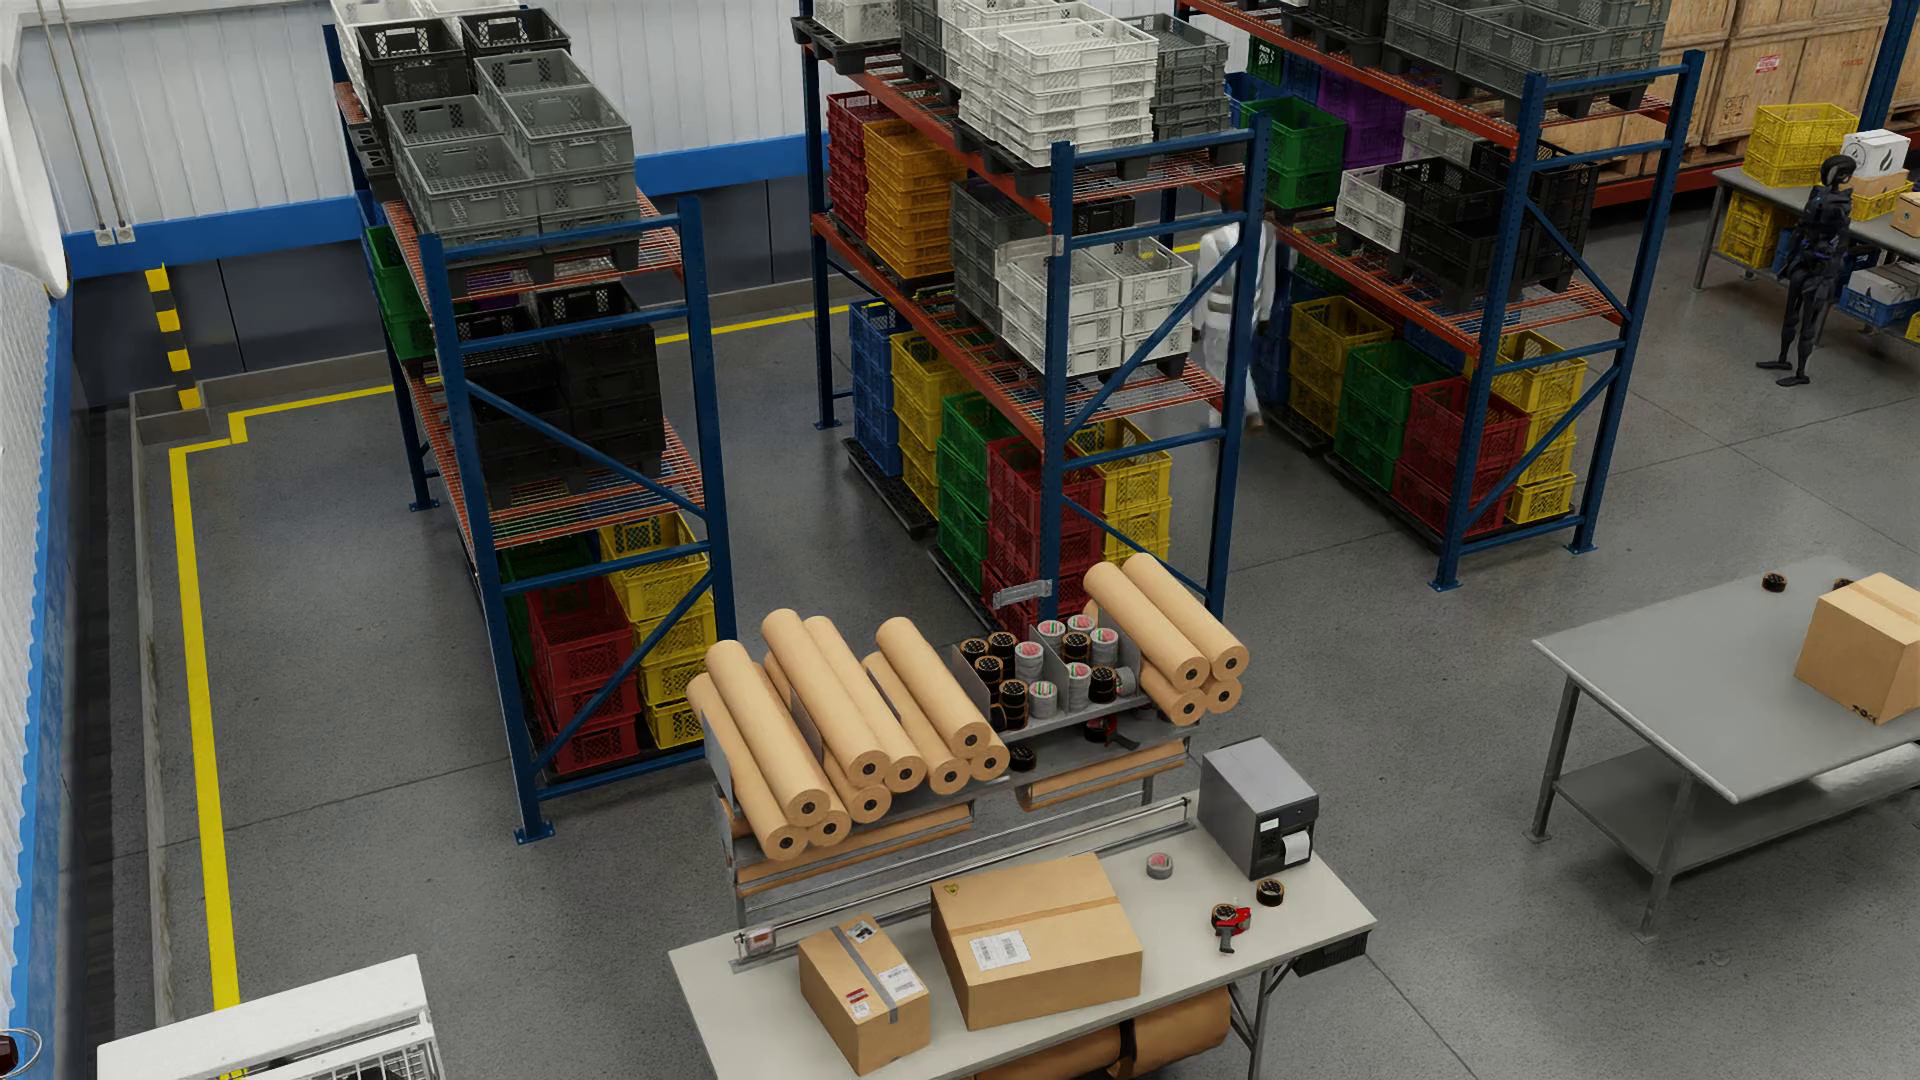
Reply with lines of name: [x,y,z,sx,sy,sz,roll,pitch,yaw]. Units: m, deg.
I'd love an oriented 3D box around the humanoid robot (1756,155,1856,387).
humanoid robot: [5.987,-1.898,11.696,0.315,1.657,0.609,-2,32,-3]

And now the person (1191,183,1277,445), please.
person: [1.760,-1.452,10.802,0.568,1.868,0.464,-16,35,-24]

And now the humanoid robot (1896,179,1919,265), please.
humanoid robot: [7.431,-2.541,12.741,0.325,1.657,0.594,26,40,35]
